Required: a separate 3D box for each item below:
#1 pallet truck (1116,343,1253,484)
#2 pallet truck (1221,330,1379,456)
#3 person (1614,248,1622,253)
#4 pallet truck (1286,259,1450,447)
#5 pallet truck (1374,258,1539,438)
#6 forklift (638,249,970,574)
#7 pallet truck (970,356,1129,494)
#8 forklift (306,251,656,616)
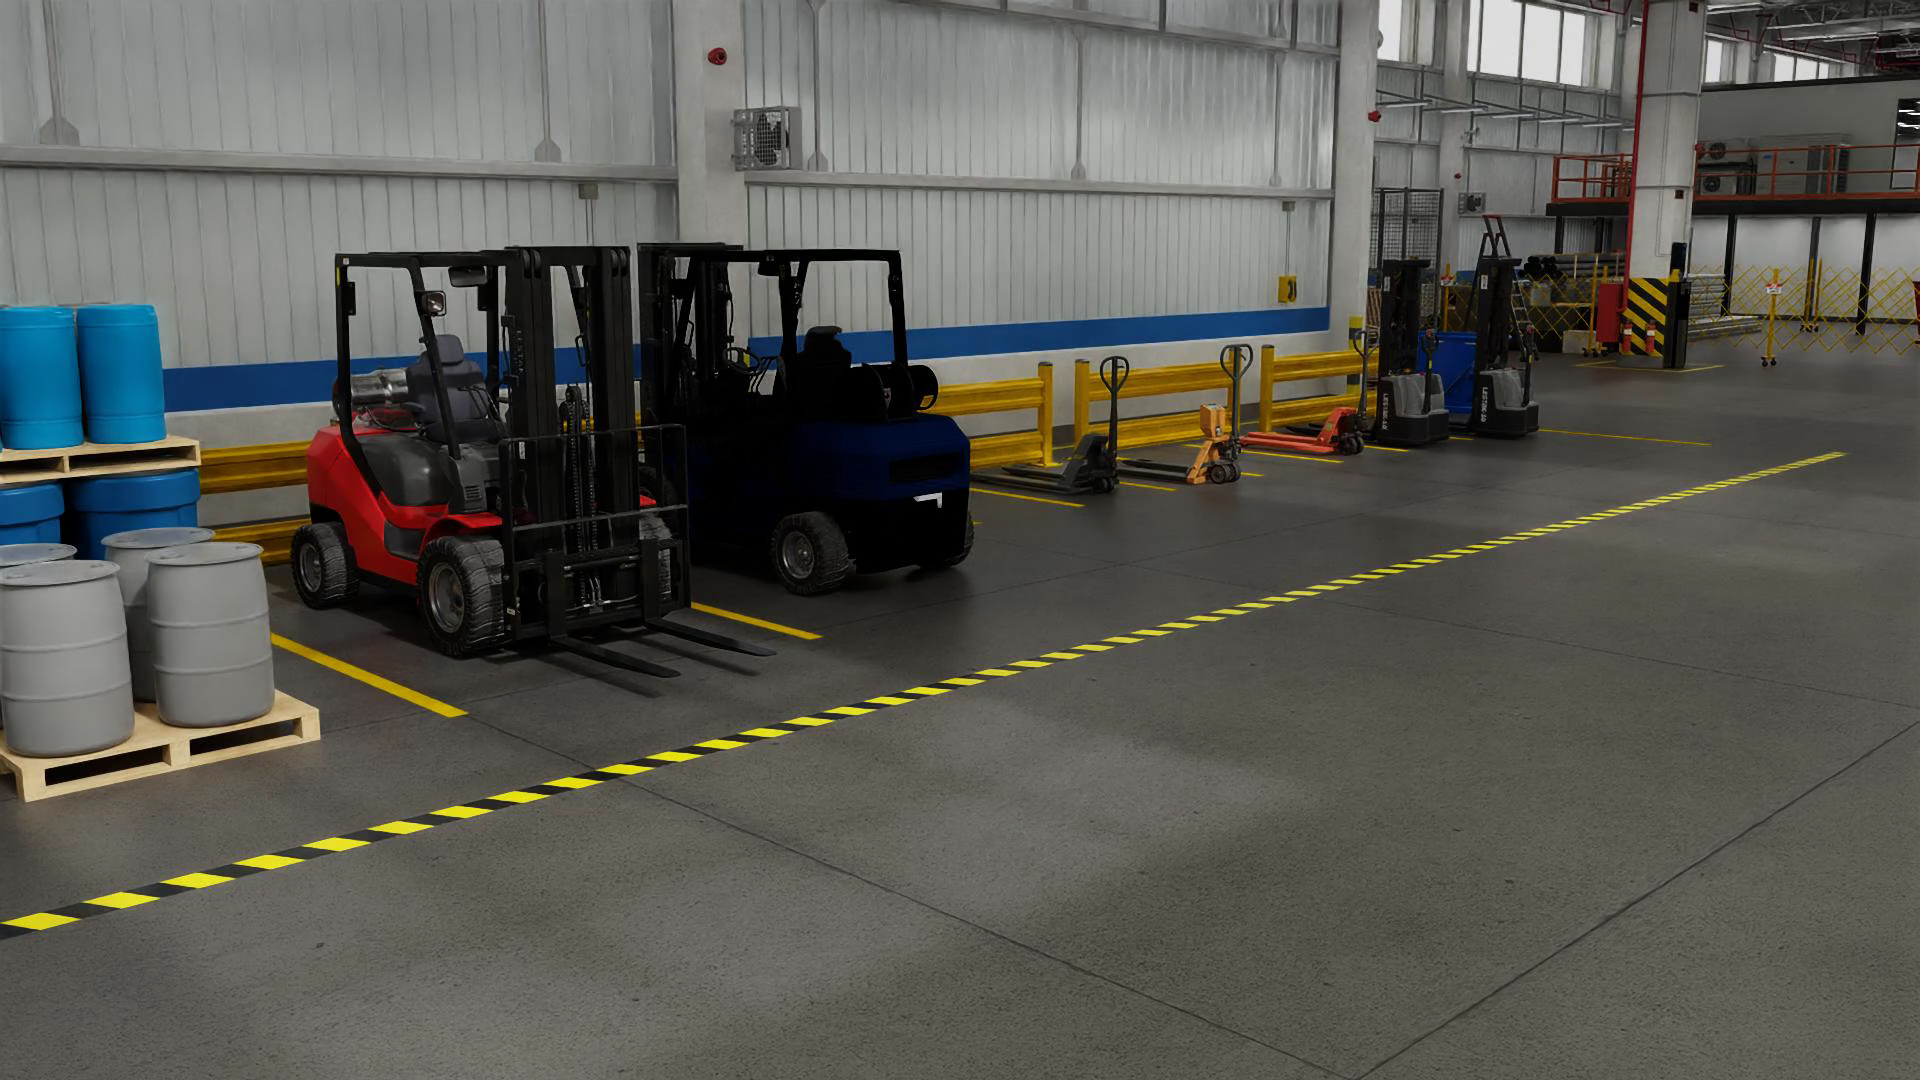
[{"bbox_3d":[1.962,-1.215,15.415,1.522,1.261,0.704,10,14,43],"label":"pallet truck"},{"bbox_3d":[3.563,-1.581,17.381,0.653,1.274,1.630,-10,14,-44],"label":"pallet truck"},{"bbox_3d":[18.063,-7.077,45.770,0.573,1.882,0.356,-10,14,-43],"label":"person"},{"bbox_3d":[4.493,-2.078,18.196,0.823,1.965,1.885,-9,14,-40],"label":"pallet truck"},{"bbox_3d":[5.704,-2.208,18.901,1.885,1.965,0.823,10,14,43],"label":"pallet truck"},{"bbox_3d":[-1.173,-0.958,11.239,2.680,1.987,1.157,10,14,43],"label":"forklift"},{"bbox_3d":[0.784,-1.085,14.876,0.680,1.201,1.601,-10,14,-44],"label":"pallet truck"},{"bbox_3d":[-2.833,-0.669,9.694,1.157,1.987,2.680,-10,14,-44],"label":"forklift"}]
